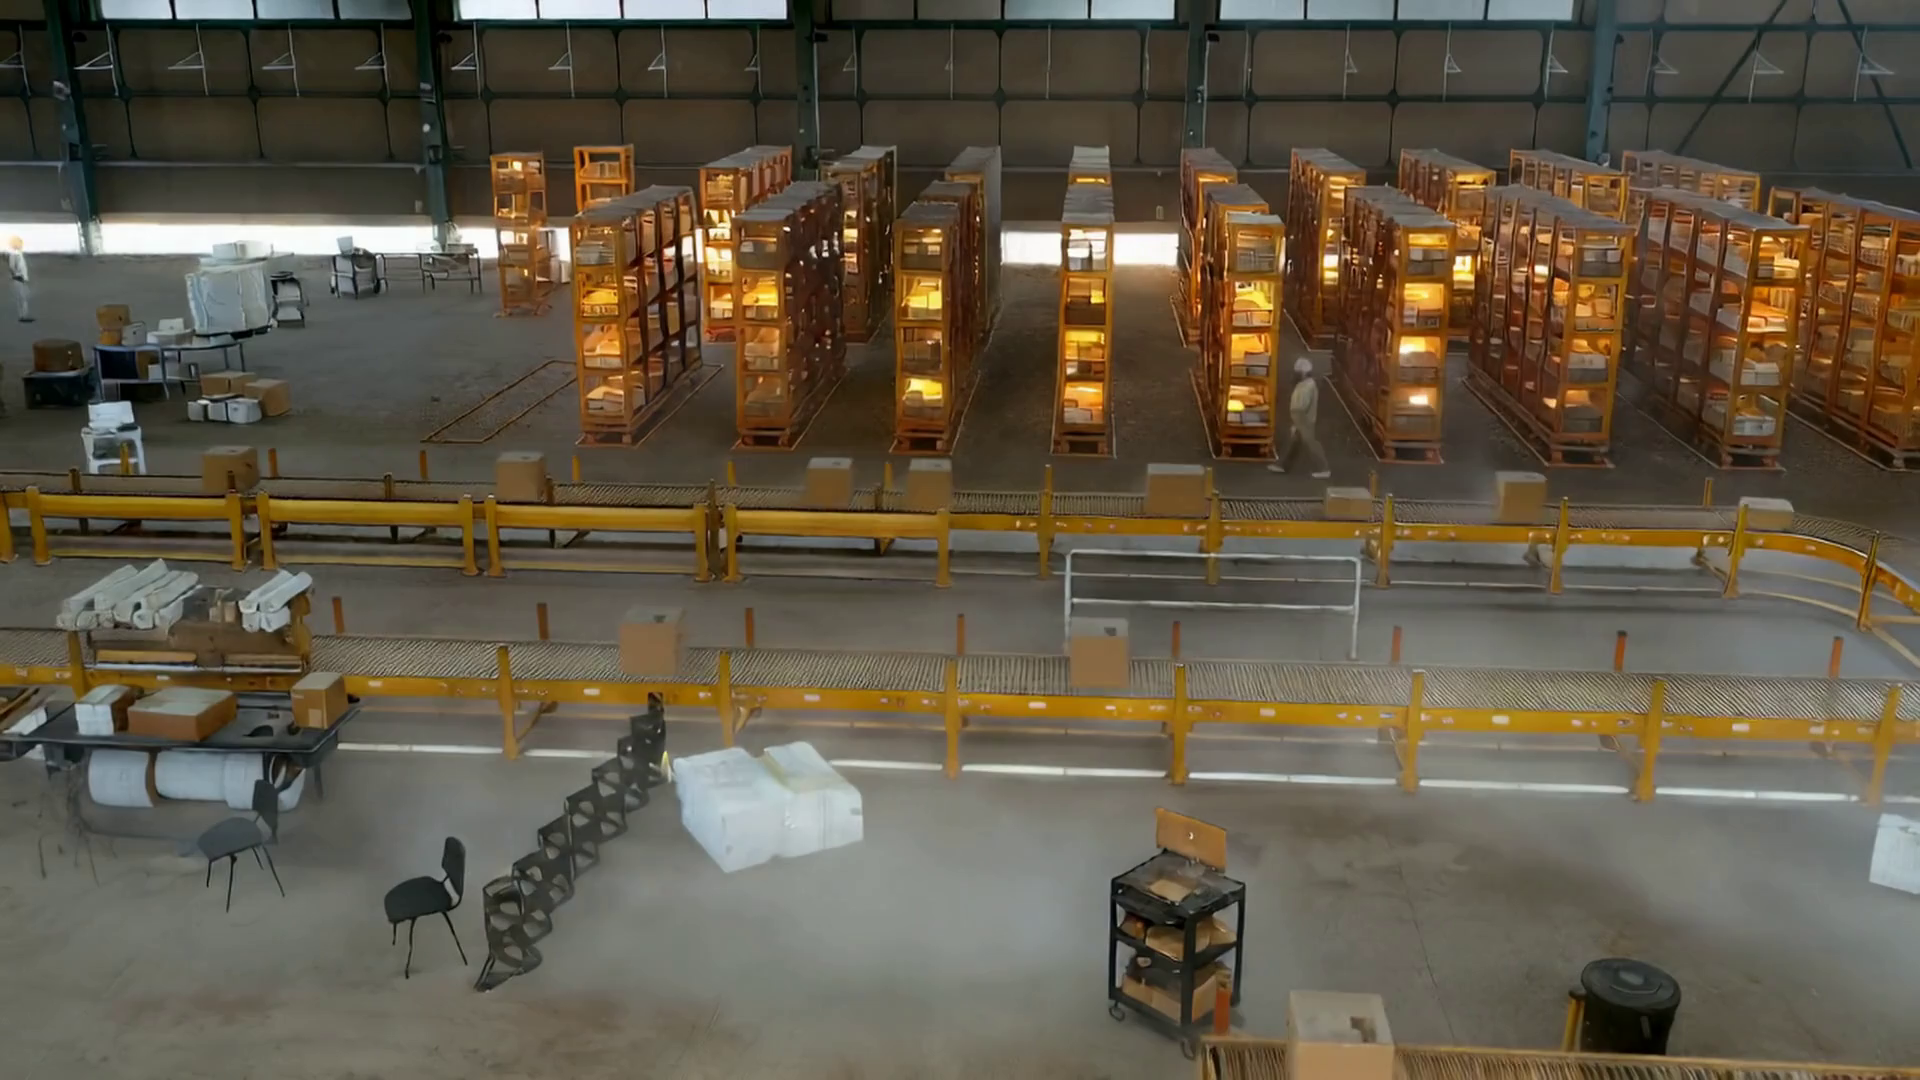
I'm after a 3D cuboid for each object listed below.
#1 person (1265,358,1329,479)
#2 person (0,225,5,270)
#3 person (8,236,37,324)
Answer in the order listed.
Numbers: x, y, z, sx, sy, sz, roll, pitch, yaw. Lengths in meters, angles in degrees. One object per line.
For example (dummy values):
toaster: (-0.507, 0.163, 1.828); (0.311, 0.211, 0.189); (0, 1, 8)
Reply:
person: (5.012, -1.775, 24.275); (0.921, 1.789, 0.609); (3, 18, 11)
person: (-25.823, -8.164, 44.199); (0.613, 1.995, 0.390); (-11, 21, -31)
person: (-20.619, -5.695, 36.498); (0.657, 1.932, 0.501); (14, 22, 37)
